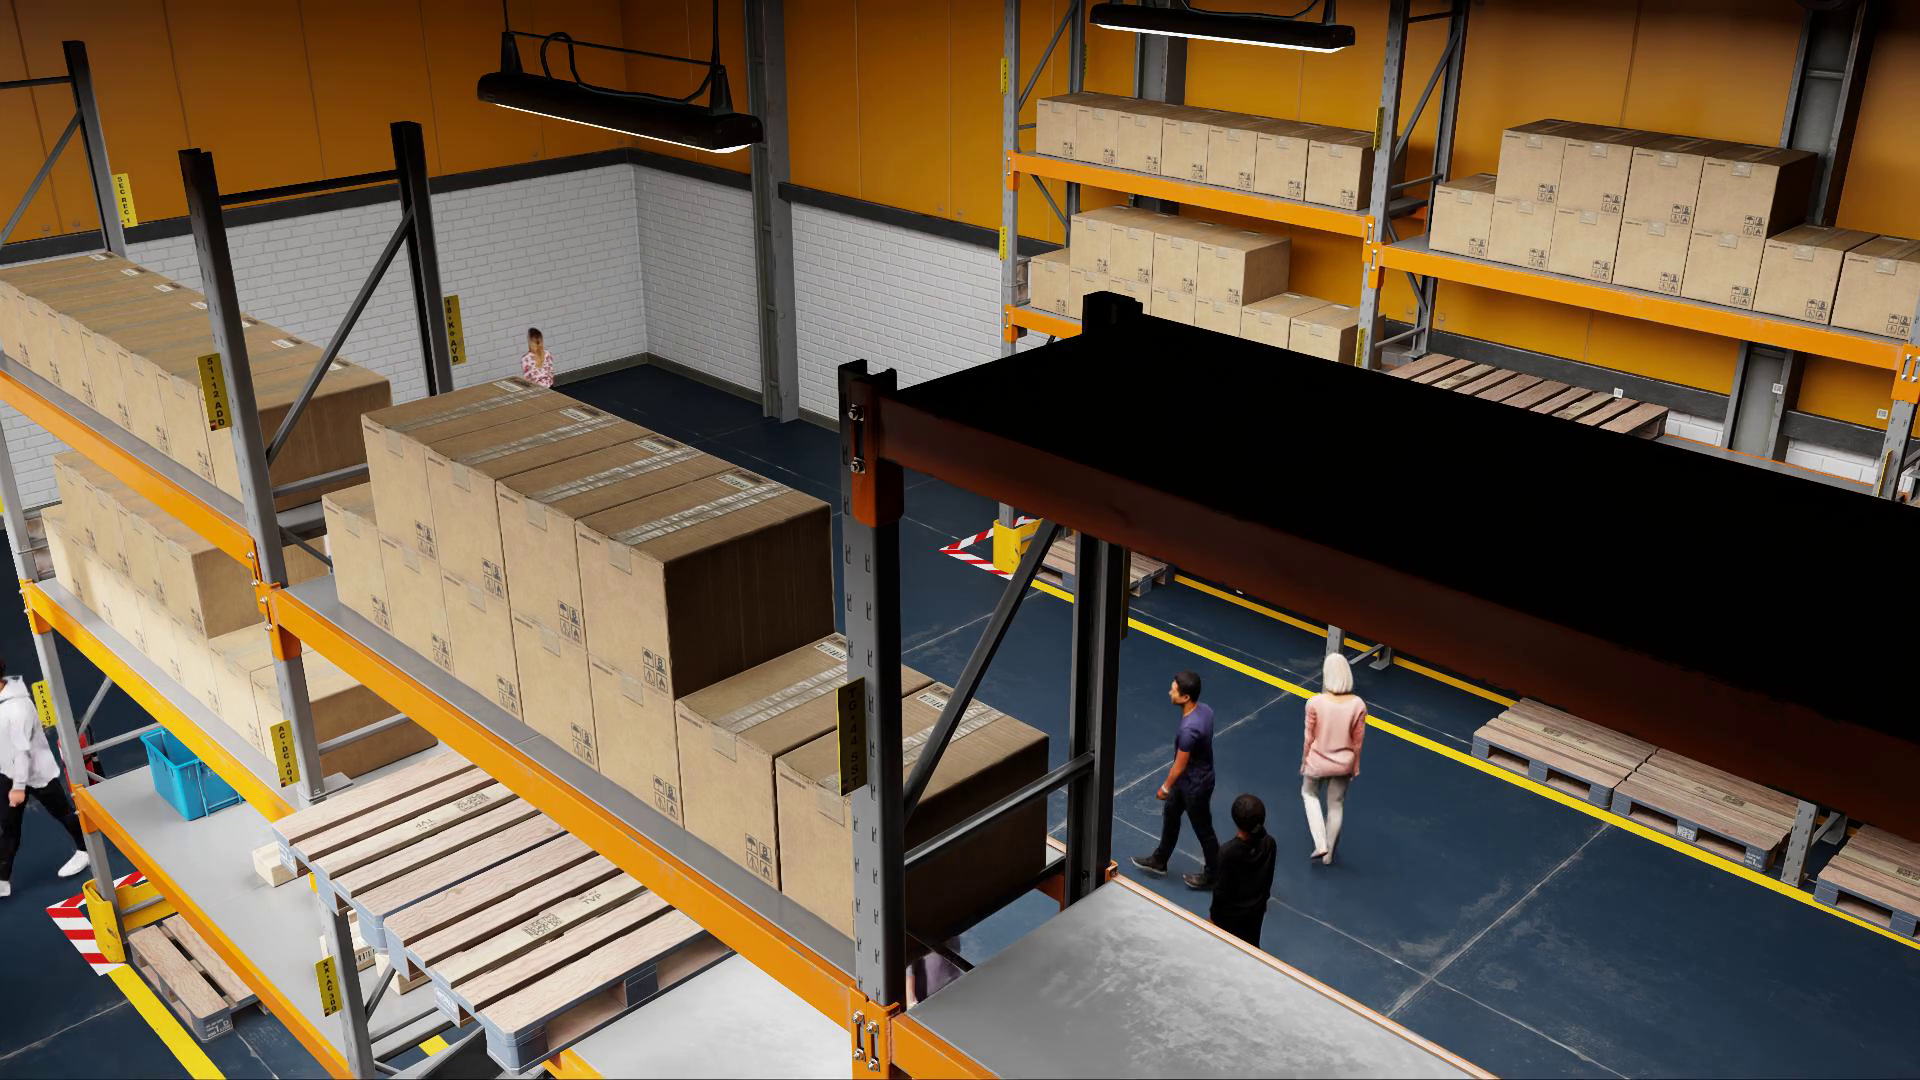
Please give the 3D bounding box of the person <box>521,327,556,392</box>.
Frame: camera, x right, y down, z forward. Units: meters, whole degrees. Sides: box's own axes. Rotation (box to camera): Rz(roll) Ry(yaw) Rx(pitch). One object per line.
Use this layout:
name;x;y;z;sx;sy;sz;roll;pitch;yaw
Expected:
person;-5.058;-1.773;20.069;0.574;1.633;0.518;-20;31;-38

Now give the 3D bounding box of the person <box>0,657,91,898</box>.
person;-6.618;1.622;11.986;1.155;1.885;1.012;10;25;21

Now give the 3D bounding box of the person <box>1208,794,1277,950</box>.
person;1.787;2.346;10.594;0.668;1.675;0.645;-10;26;-22

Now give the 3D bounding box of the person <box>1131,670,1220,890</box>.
person;1.759;1.751;11.847;1.024;1.761;0.917;4;24;10

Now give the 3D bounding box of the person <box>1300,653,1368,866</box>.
person;2.704;1.660;12.118;0.778;1.712;0.838;1;24;3
